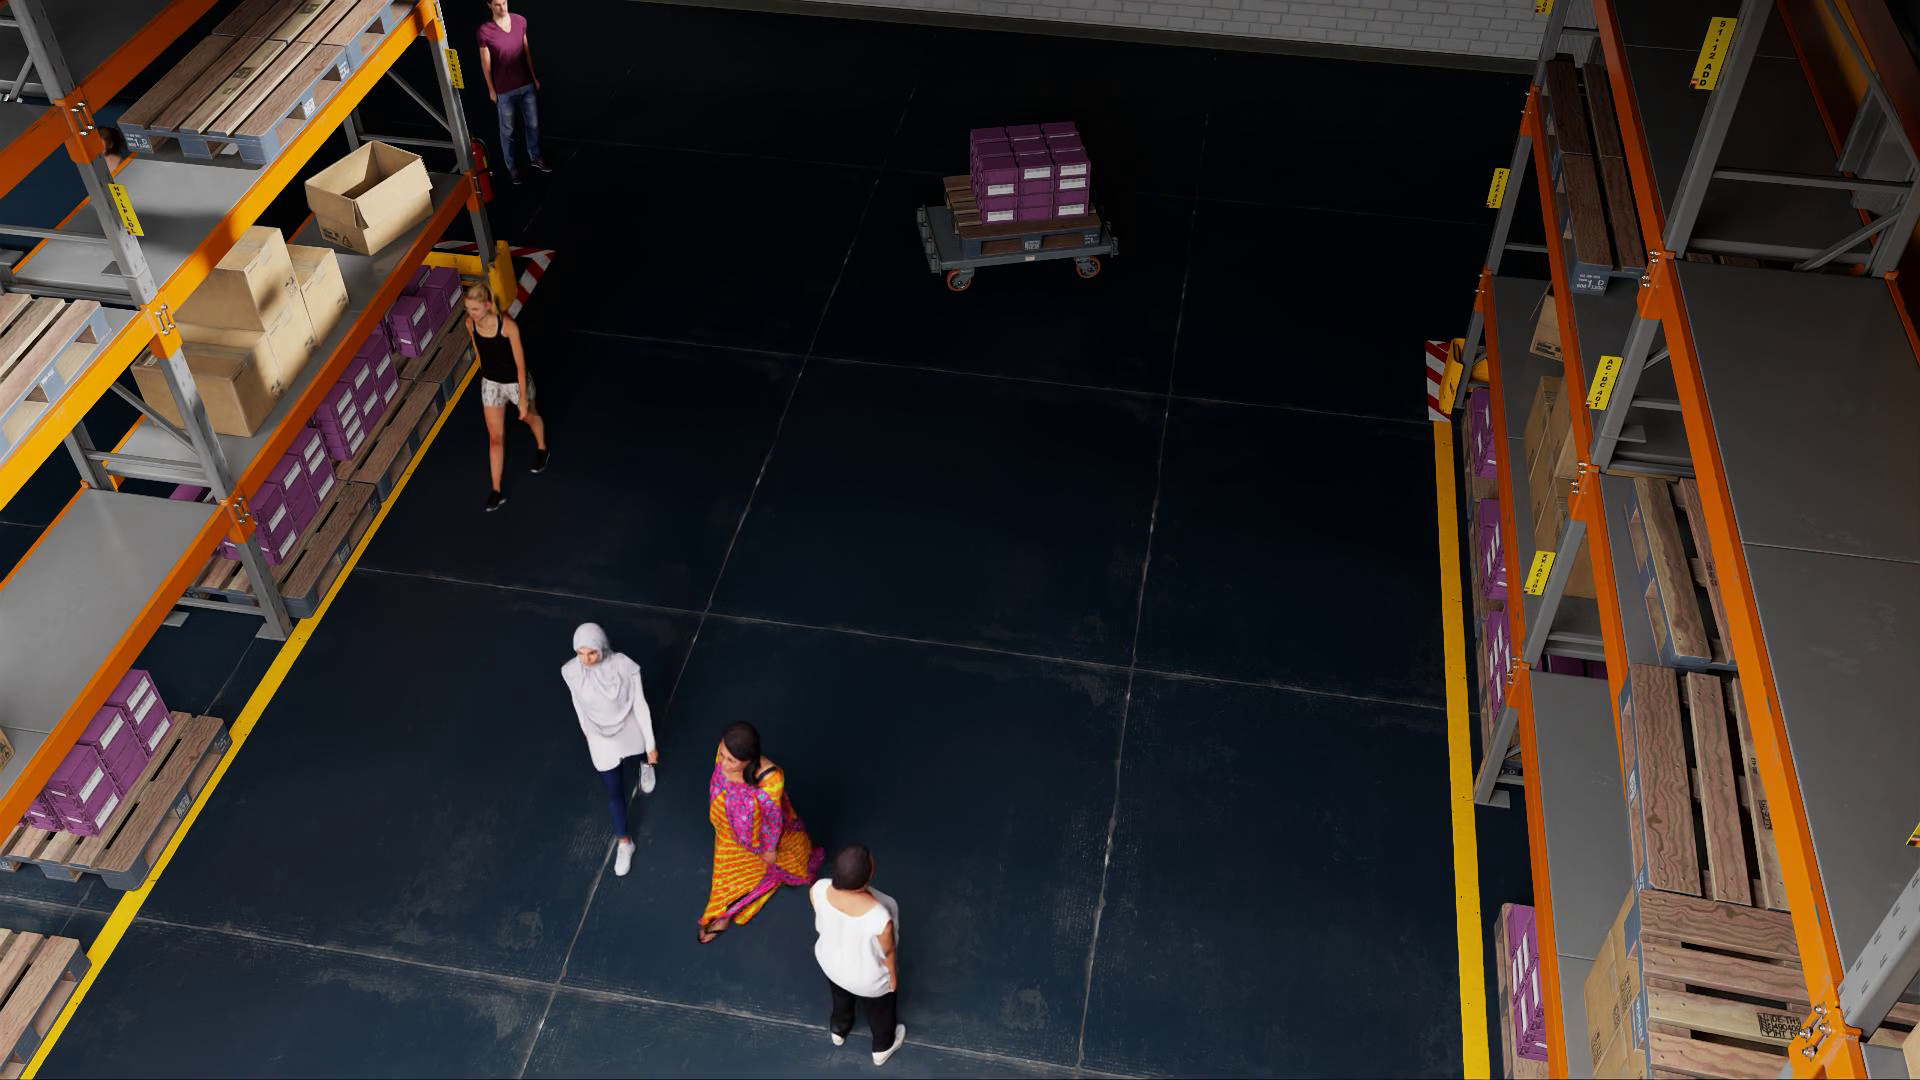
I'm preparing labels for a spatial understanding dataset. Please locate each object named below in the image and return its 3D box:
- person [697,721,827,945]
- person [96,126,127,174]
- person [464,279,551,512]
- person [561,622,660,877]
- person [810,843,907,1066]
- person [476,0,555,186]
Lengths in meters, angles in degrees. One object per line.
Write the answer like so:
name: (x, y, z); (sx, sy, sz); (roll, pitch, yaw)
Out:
person: (-1.097, 1.530, 9.374); (1.022, 1.669, 1.262); (30, 51, 27)
person: (-6.788, -2.656, 13.743); (0.588, 1.703, 0.581); (16, 46, 16)
person: (-3.252, -1.192, 12.135); (0.589, 1.802, 1.067); (6, 44, 6)
person: (-1.991, 1.063, 9.808); (0.819, 1.745, 1.189); (-2, 44, -2)
person: (-0.529, 2.160, 8.701); (0.749, 1.684, 0.750); (23, 48, 22)
person: (-4.110, -4.204, 15.258); (0.718, 1.854, 0.797); (-30, 51, -28)
